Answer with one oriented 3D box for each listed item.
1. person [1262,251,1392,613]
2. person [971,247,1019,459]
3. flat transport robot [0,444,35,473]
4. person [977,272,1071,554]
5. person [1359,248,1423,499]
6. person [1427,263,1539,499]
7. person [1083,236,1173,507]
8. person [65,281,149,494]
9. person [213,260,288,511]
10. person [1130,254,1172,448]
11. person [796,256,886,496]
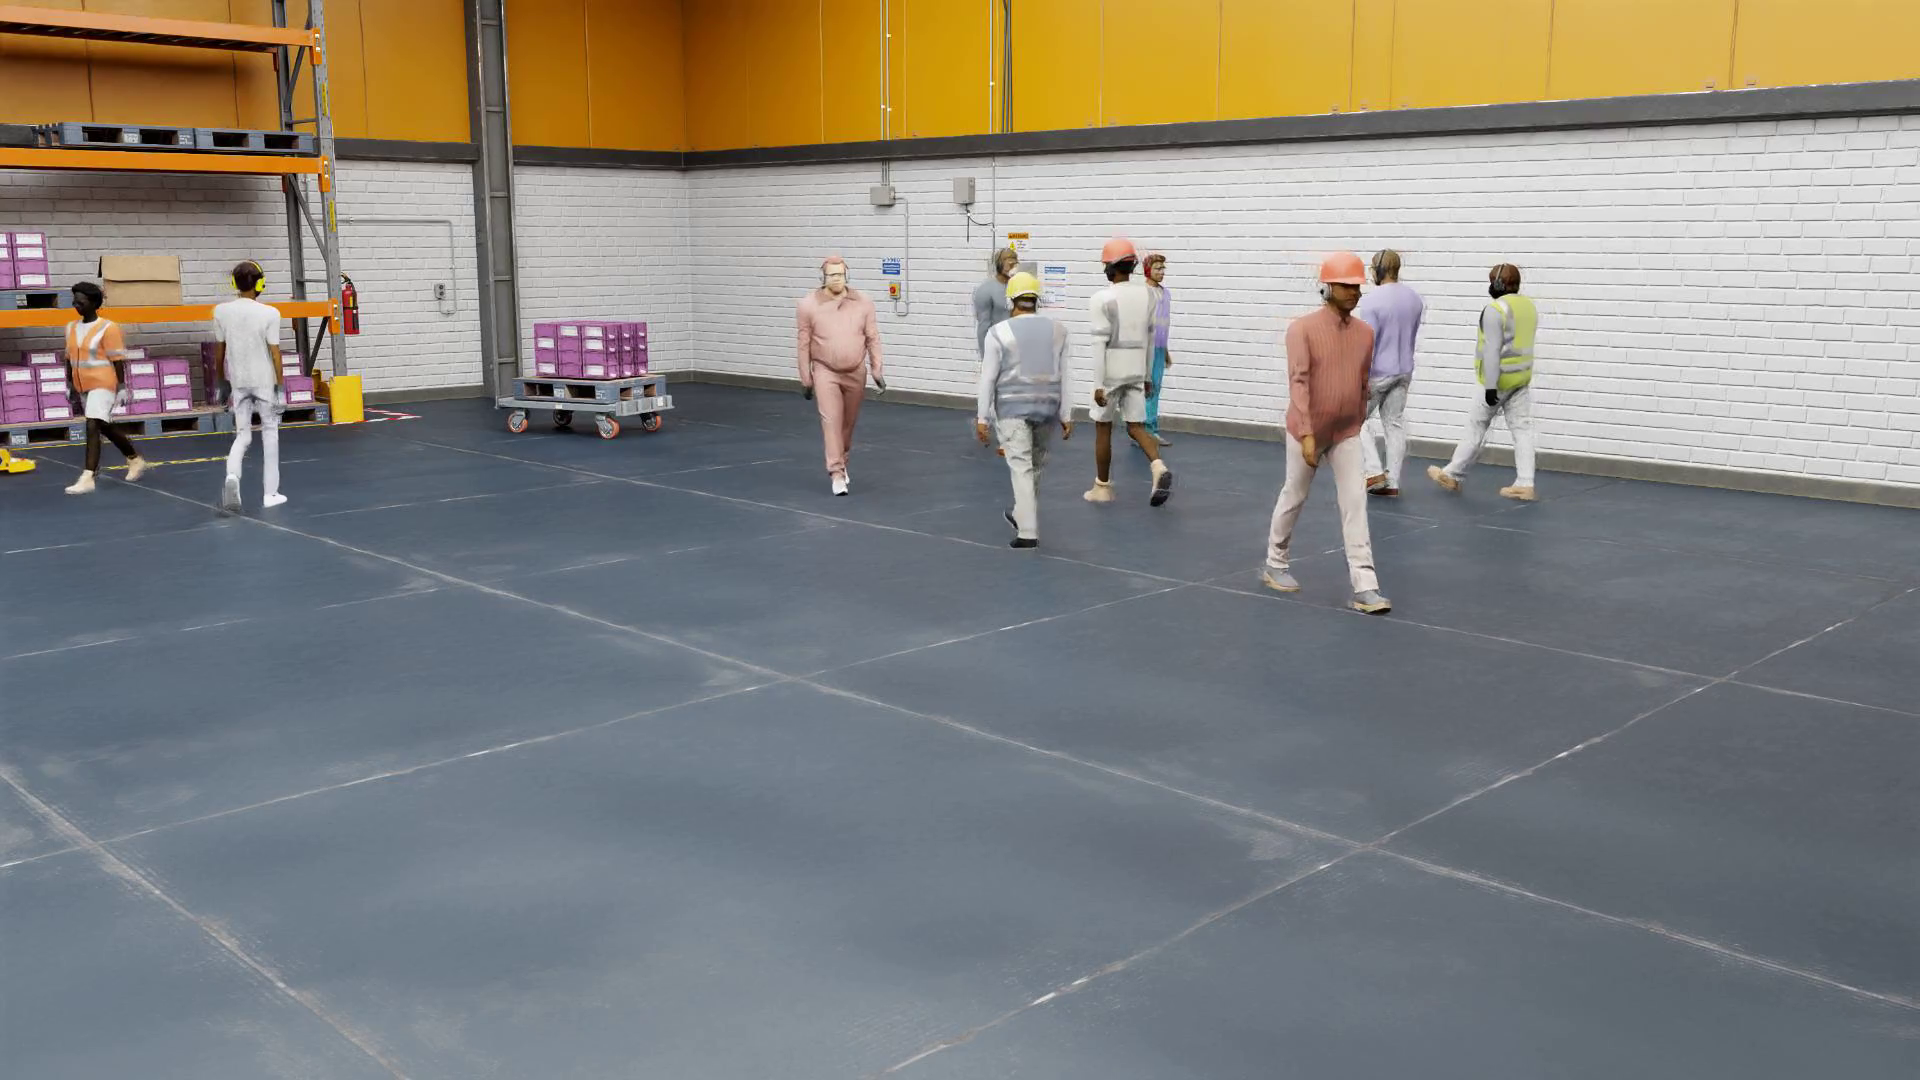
[{"bbox_3d":[2.018,-0.606,9.149,0.603,1.945,1.050,-4,11,-20],"label":"person"},{"bbox_3d":[0.347,-1.697,15.135,0.672,1.922,0.637,10,15,44],"label":"person"},{"bbox_3d":[-8.554,-0.620,13.755,0.652,0.197,1.431,7,12,33],"label":"flat transport robot"},{"bbox_3d":[0.385,-0.844,10.850,0.618,1.775,0.928,-5,11,-23],"label":"person"},{"bbox_3d":[3.251,-1.263,12.776,0.629,1.925,0.446,-6,12,-29],"label":"person"},{"bbox_3d":[4.141,-1.238,12.949,0.654,1.794,0.935,-8,13,-36],"label":"person"},{"bbox_3d":[1.231,-1.226,12.299,0.616,2.024,0.852,-6,12,-29],"label":"person"},{"bbox_3d":[-6.874,-1.238,13.308,0.533,1.662,0.850,4,11,22],"label":"person"},{"bbox_3d":[-5.221,-1.118,12.202,0.530,1.838,0.721,0,10,-2],"label":"person"},{"bbox_3d":[1.815,-1.792,15.891,0.400,1.848,0.571,9,13,39],"label":"person"},{"bbox_3d":[-0.961,-1.325,13.275,0.647,1.865,0.980,-3,11,-18],"label":"person"}]
